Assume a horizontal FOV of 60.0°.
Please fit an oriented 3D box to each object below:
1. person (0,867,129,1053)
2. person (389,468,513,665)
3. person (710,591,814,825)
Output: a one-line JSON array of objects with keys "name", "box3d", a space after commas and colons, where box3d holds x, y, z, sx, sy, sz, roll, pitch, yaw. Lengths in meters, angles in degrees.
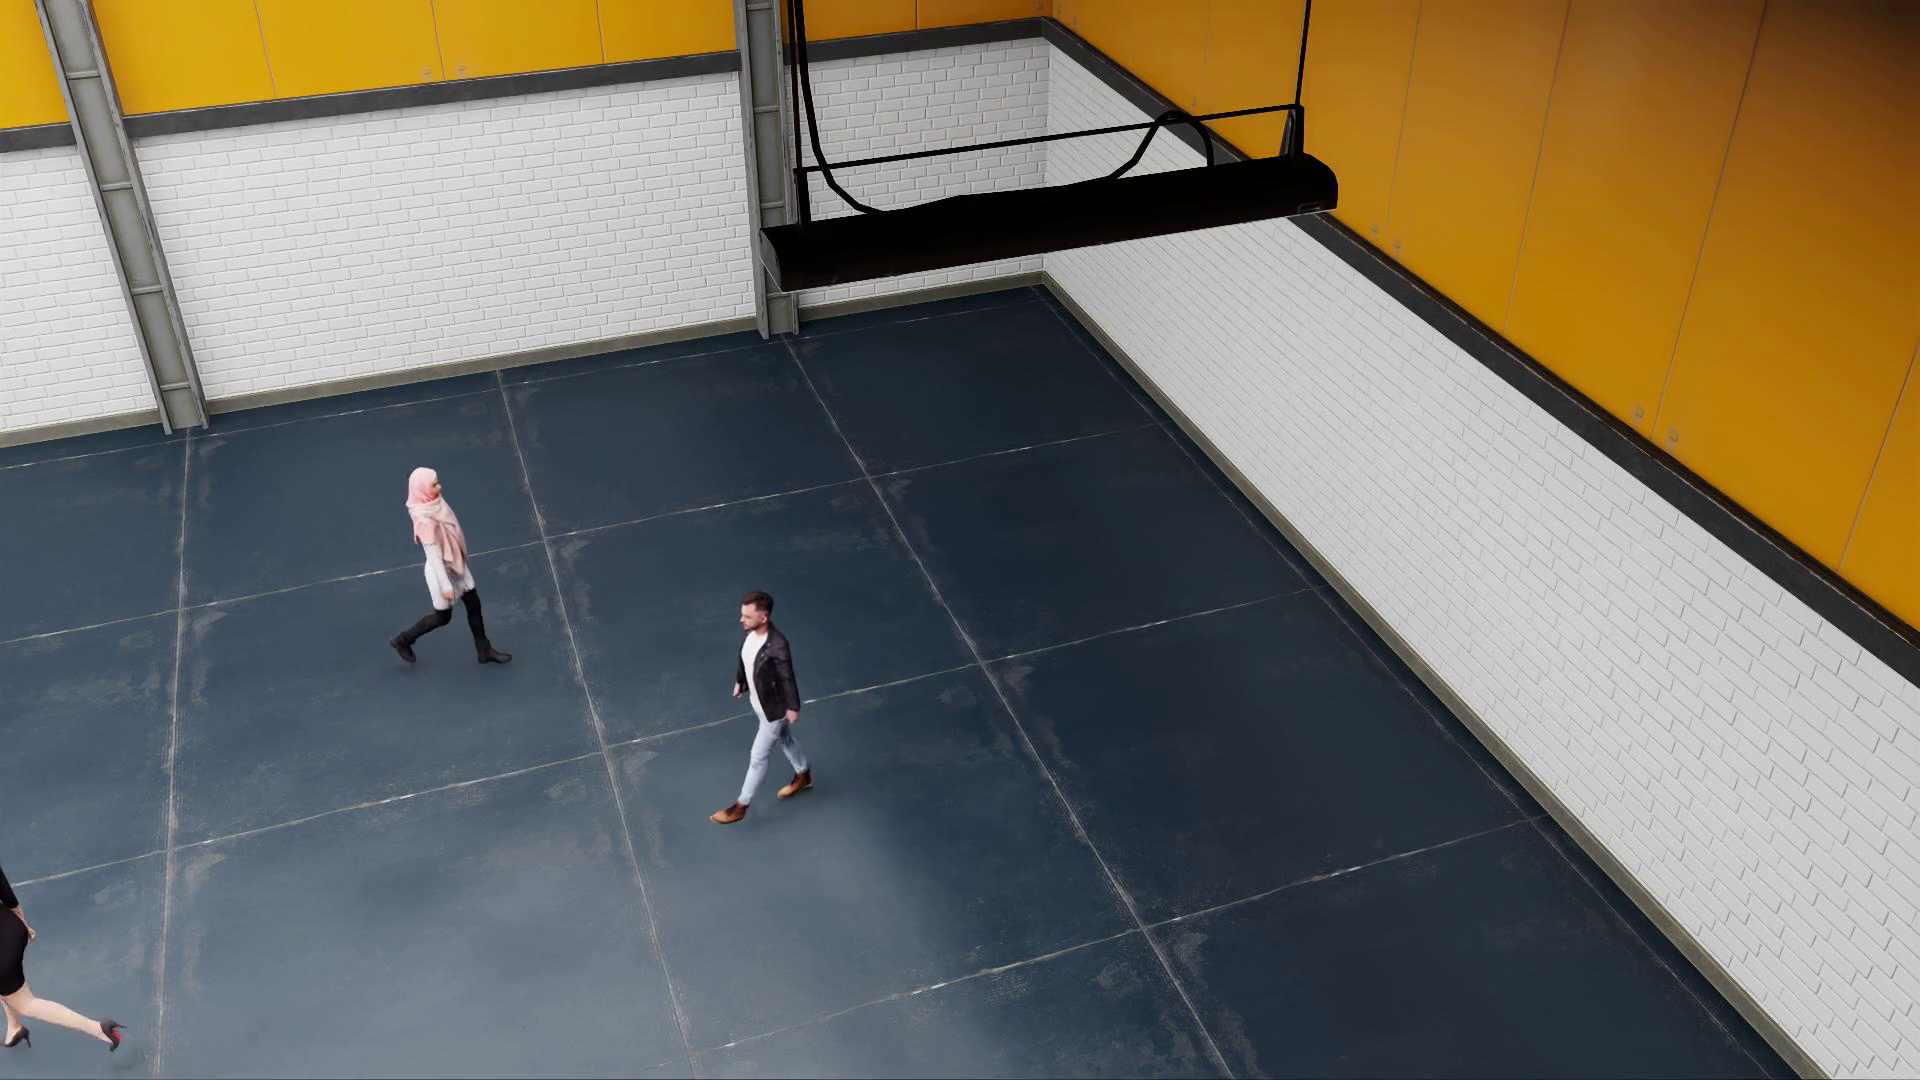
[{"name": "person", "box3d": [-5.381, 2.373, 9.509, 1.158, 1.763, 0.813, -2, 34, -3]}, {"name": "person", "box3d": [-4.016, 0.266, 12.668, 1.214, 1.776, 0.880, -1, 34, -2]}, {"name": "person", "box3d": [-1.222, 1.089, 11.404, 1.136, 1.805, 0.836, -20, 38, -27]}]
